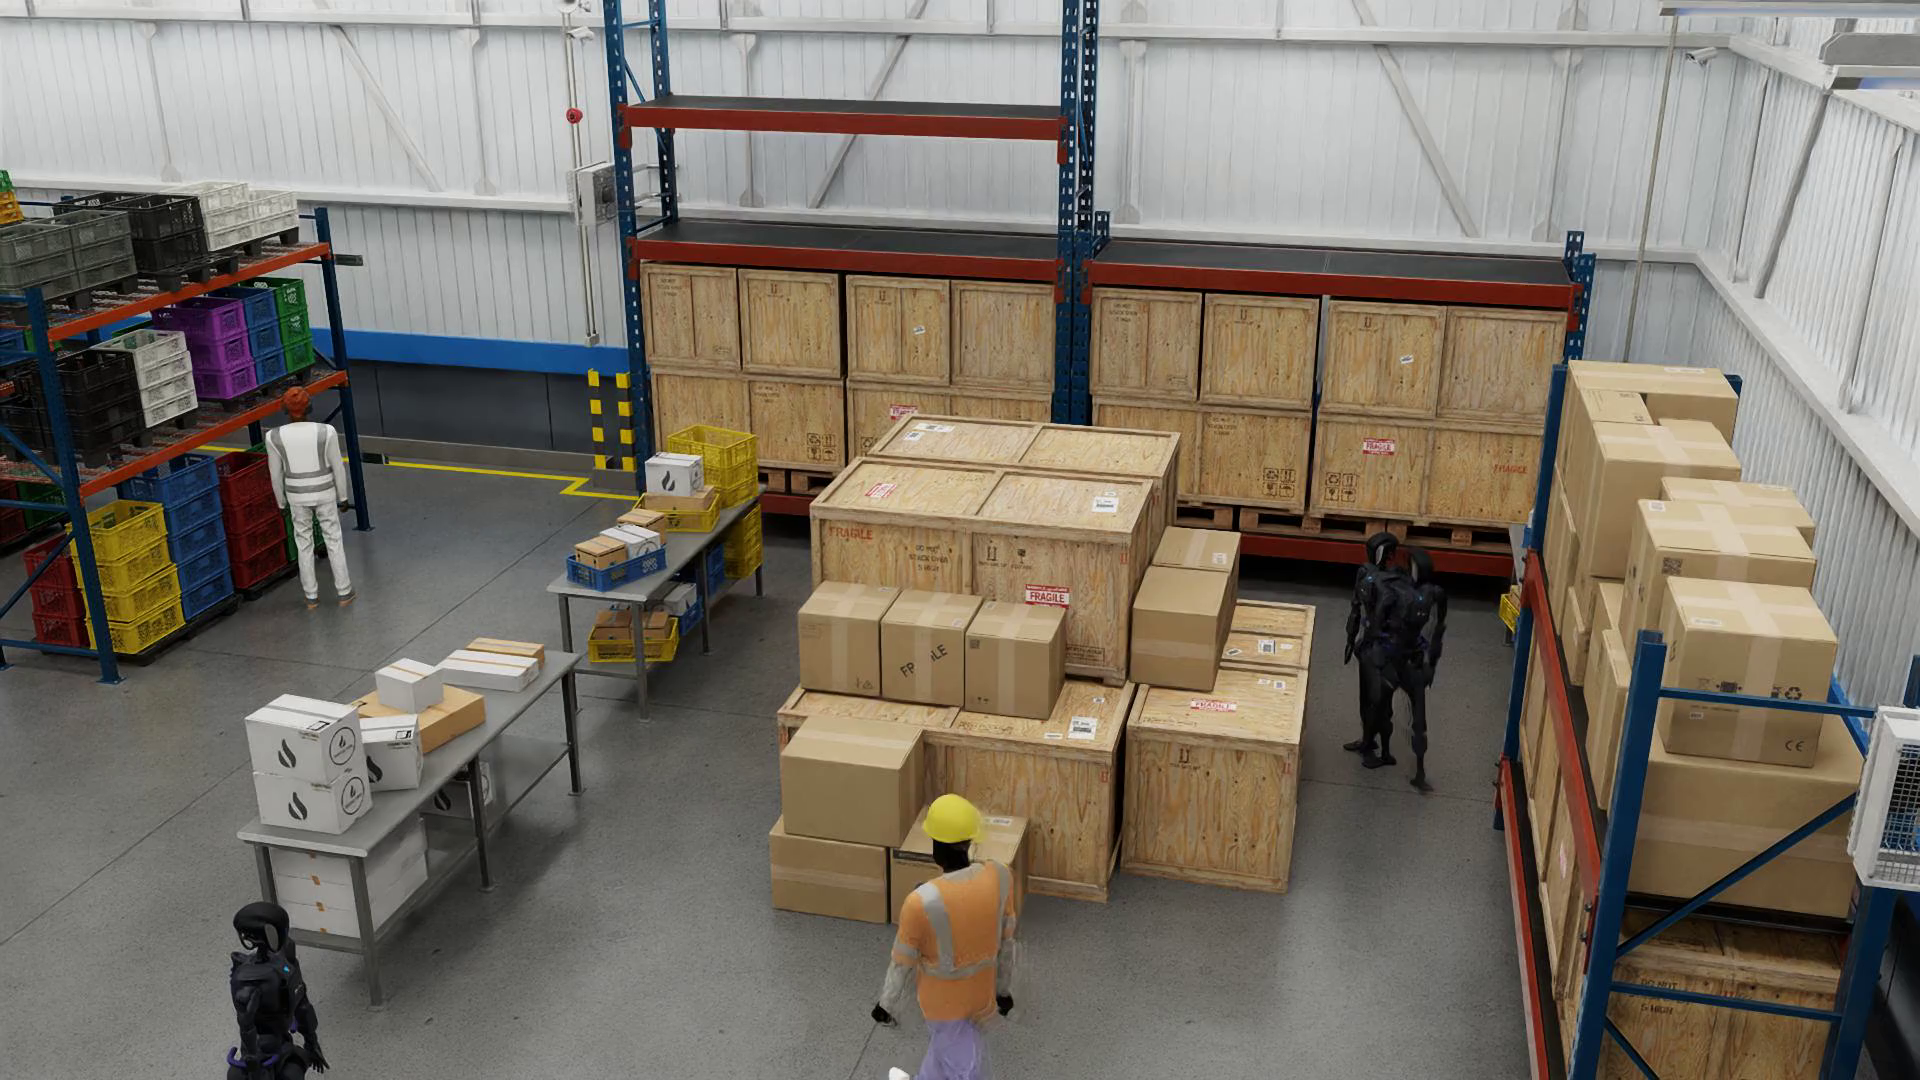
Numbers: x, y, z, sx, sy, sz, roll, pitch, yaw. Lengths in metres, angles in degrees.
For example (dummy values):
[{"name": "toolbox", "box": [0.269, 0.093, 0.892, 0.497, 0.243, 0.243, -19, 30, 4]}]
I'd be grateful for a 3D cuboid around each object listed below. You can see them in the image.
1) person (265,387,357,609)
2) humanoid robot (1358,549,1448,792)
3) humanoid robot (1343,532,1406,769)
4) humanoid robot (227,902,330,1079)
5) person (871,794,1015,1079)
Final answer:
[{"name": "person", "box": [-5.329, -0.341, 13.679, 0.573, 1.883, 0.354, -6, 22, -14]}, {"name": "humanoid robot", "box": [2.917, 0.824, 10.977, 0.556, 1.626, 0.745, -3, 21, -7]}, {"name": "humanoid robot", "box": [2.793, 0.729, 11.164, 0.349, 1.651, 0.565, -8, 22, -20]}, {"name": "humanoid robot", "box": [-2.915, 2.277, 7.113, 0.339, 1.651, 0.573, 0, 21, 1]}, {"name": "person", "box": [-0.048, 2.012, 7.528, 0.605, 1.873, 0.981, -18, 28, -40]}]
